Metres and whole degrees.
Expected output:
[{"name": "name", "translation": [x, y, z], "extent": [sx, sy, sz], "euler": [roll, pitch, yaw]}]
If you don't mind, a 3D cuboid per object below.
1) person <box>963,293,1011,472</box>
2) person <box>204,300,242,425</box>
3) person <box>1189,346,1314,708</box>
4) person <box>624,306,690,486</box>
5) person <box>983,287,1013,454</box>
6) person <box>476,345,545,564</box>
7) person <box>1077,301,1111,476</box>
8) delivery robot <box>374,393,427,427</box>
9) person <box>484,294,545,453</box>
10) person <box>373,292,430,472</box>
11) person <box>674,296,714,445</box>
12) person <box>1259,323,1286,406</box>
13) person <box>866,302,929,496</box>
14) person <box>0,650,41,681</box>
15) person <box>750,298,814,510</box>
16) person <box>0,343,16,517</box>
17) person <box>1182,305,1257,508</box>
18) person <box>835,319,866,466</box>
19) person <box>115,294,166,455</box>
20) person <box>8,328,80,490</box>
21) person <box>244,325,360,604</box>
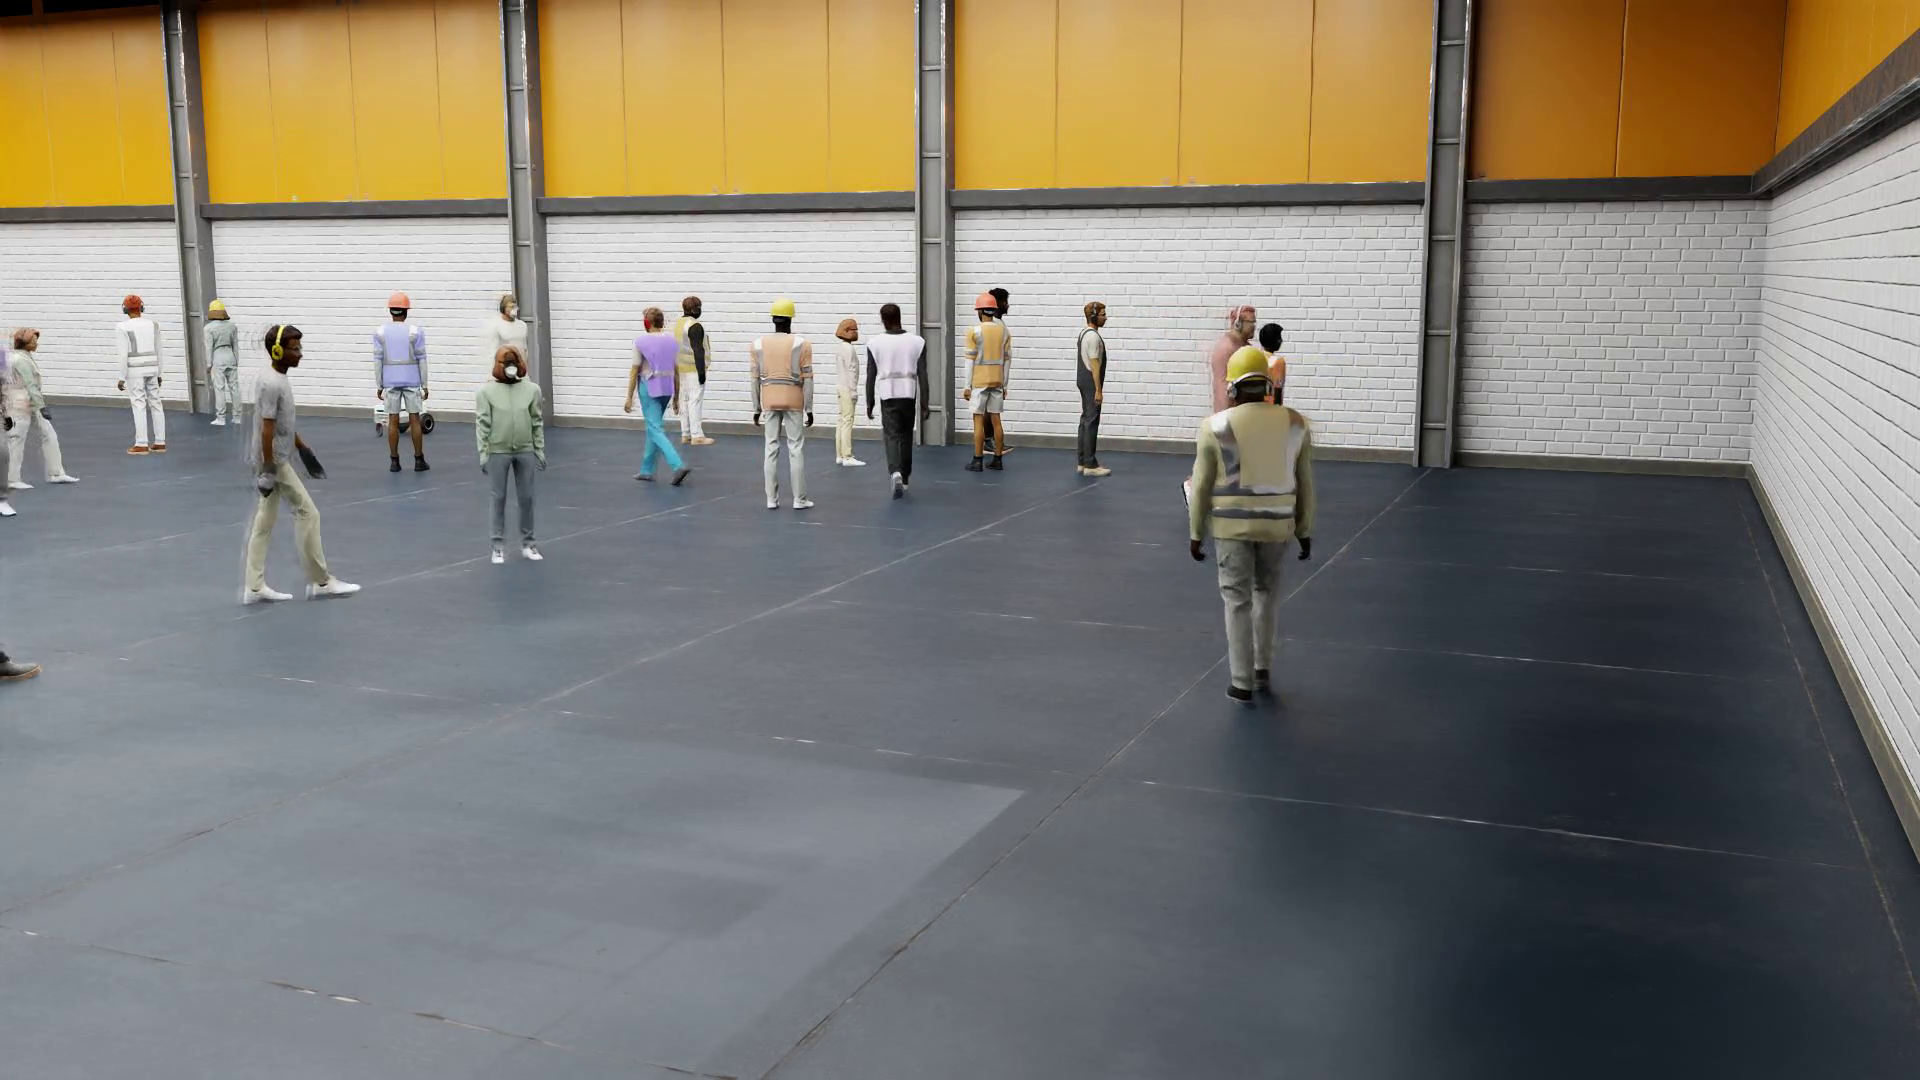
[{"name": "person", "translation": [0.277, -1.701, 18.006], "extent": [0.542, 1.931, 0.376], "euler": [-5, 11, -30]}, {"name": "person", "translation": [-10.337, -2.485, 23.297], "extent": [0.295, 1.745, 0.486], "euler": [7, 12, 35]}, {"name": "person", "translation": [1.456, -0.079, 8.496], "extent": [0.623, 1.810, 0.613], "euler": [-2, 9, -9]}, {"name": "person", "translation": [-3.055, -1.461, 16.895], "extent": [0.890, 1.817, 0.575], "euler": [7, 12, 36]}, {"name": "person", "translation": [0.434, -1.996, 19.664], "extent": [0.361, 1.964, 0.613], "euler": [3, 10, 16]}, {"name": "person", "translation": [-3.363, -0.641, 12.460], "extent": [0.507, 1.631, 0.267], "euler": [-5, 11, -30]}, {"name": "person", "translation": [1.412, -1.602, 17.641], "extent": [0.335, 1.845, 0.513], "euler": [-2, 10, -10]}, {"name": "delivery robot", "translation": [-7.327, -1.687, 21.773], "extent": [0.477, 0.478, 0.707], "euler": [4, 10, 22]}, {"name": "person", "translation": [-5.406, -1.983, 19.820], "extent": [1.012, 1.898, 0.647], "euler": [7, 11, 35]}, {"name": "person", "translation": [-6.020, -1.700, 17.952], "extent": [0.550, 1.935, 0.376], "euler": [-1, 9, -9]}, {"name": "person", "translation": [-3.315, -2.110, 20.730], "extent": [0.429, 1.842, 0.633], "euler": [-6, 11, -31]}, {"name": "person", "translation": [2.974, -1.205, 15.713], "extent": [0.655, 1.671, 0.558], "euler": [-5, 10, -26]}, {"name": "person", "translation": [-0.604, -1.373, 16.182], "extent": [0.607, 1.876, 0.883], "euler": [-1, 9, -9]}, {"name": "person", "translation": [-5.350, -0.131, 8.486], "extent": [0.679, 1.937, 0.991], "euler": [9, 13, 43]}, {"name": "person", "translation": [-1.609, -1.230, 15.138], "extent": [0.588, 1.928, 0.383], "euler": [2, 10, 11]}, {"name": "person", "translation": [-8.569, -1.122, 14.551], "extent": [0.668, 1.901, 0.608], "euler": [7, 12, 38]}, {"name": "person", "translation": [2.342, -1.101, 14.474], "extent": [0.657, 1.884, 0.650], "euler": [6, 11, 32]}, {"name": "person", "translation": [-1.242, -1.646, 18.544], "extent": [0.278, 1.634, 0.498], "euler": [-3, 10, -18]}, {"name": "person", "translation": [-9.658, -1.946, 19.606], "extent": [0.358, 1.885, 0.572], "euler": [5, 11, 28]}, {"name": "person", "translation": [-9.181, -1.303, 16.547], "extent": [0.770, 1.603, 0.526], "euler": [-4, 10, -22]}, {"name": "person", "translation": [-4.386, -0.498, 10.998], "extent": [0.843, 1.826, 0.480], "euler": [-5, 11, -28]}]
